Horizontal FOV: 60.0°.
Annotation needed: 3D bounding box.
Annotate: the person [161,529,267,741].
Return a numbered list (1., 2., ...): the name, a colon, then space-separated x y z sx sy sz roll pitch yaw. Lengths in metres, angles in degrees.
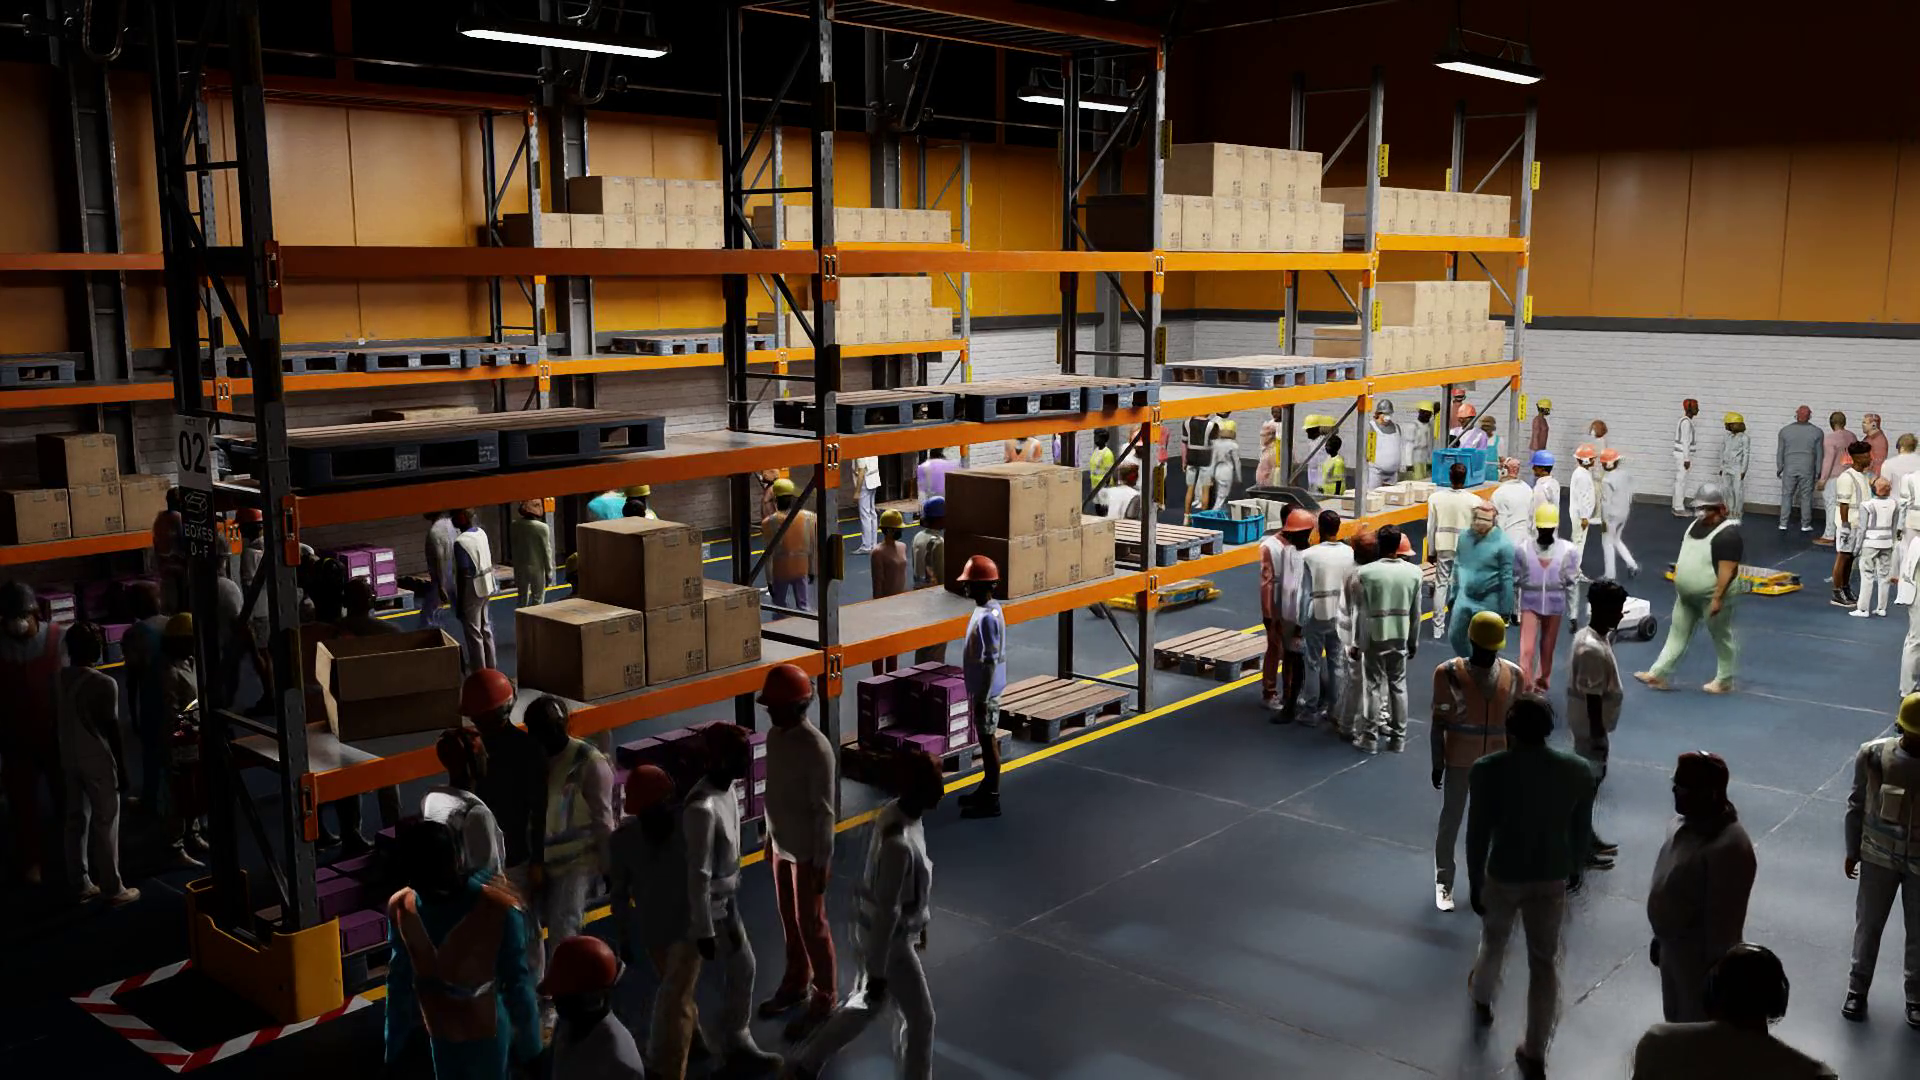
1. person: -5.772 0.870 13.090 0.705 2.000 0.897 4 10 24

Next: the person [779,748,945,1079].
1. person: -0.416 1.861 7.792 0.854 1.851 0.601 0 10 -2

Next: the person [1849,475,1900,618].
1. person: 10.456 0.082 18.992 0.513 1.641 0.307 -2 10 -12

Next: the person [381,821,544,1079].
1. person: -2.018 2.034 6.658 0.617 1.877 0.735 3 10 19

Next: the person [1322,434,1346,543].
1. person: 5.180 -0.625 23.065 0.320 1.695 0.534 -1 10 -5

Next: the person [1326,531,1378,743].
1. person: 3.324 0.816 14.007 0.394 1.855 0.684 2 10 10

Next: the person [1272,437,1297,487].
1. person: 4.271 -0.478 21.982 0.339 1.761 0.525 7 12 37

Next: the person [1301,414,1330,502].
1. person: 5.167 -0.857 23.810 0.612 1.897 0.620 -1 10 -3

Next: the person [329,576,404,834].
1. person: -4.080 1.204 11.401 0.635 1.937 0.354 -2 10 -9

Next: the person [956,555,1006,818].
1. person: 0.154 1.070 12.206 0.358 1.938 0.548 0 10 -2

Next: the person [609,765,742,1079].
1. person: -1.389 1.874 8.155 0.597 1.691 0.862 2 10 12

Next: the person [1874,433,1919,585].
1. person: 11.841 -0.389 20.967 0.720 1.916 0.439 -1 10 -4

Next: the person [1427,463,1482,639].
1. person: 5.323 0.123 17.909 0.595 1.921 0.386 6 11 33

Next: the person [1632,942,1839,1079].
1. person: 2.532 2.219 5.503 0.653 1.882 1.006 6 11 34

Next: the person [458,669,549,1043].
1. person: -2.417 1.633 8.704 0.611 1.985 0.393 5 11 26

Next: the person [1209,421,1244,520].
1. person: 4.007 -0.934 24.865 0.779 1.700 0.499 -6 11 -31

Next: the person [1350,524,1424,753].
1. person: 3.536 0.823 13.779 0.598 1.908 0.398 -2 10 -13

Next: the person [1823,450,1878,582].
1. person: 11.361 -0.292 20.981 0.654 1.719 0.584 5 11 26

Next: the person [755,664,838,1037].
1. person: -0.876 1.619 8.800 0.410 1.984 0.617 -6 11 -32

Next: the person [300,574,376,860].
1. person: -4.298 1.199 11.348 0.608 1.966 0.372 5 11 26

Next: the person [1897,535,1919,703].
1. person: 8.853 0.601 15.317 0.394 1.836 0.561 4 10 23

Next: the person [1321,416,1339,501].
1. person: 5.595 -1.019 25.296 0.319 1.737 0.487 6 11 30

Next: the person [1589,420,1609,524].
1. person: 9.908 -1.056 25.804 0.280 1.632 0.513 1 10 7

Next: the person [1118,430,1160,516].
1. person: 2.300 -0.457 21.362 0.551 1.933 0.385 -1 10 -4

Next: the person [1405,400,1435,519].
1. person: 7.256 -1.261 26.251 0.412 1.897 0.588 9 13 43

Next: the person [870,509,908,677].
1. person: -0.640 0.585 15.613 0.313 1.769 0.525 6 11 31

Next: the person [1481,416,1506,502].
1. person: 7.680 -0.901 24.278 0.508 1.838 0.336 4 10 23

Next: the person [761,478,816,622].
1. person: -1.706 0.315 16.853 0.595 1.896 0.877 -4 10 -23

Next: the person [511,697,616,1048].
1. person: -2.186 1.721 8.719 0.642 1.800 0.866 4 10 23

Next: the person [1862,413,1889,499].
1. person: 13.022 -0.867 23.862 0.402 1.906 0.652 2 10 13

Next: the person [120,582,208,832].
1. person: -5.669 1.182 11.992 0.666 1.792 0.856 -9 13 -42

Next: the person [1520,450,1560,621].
1. person: 6.596 -0.055 18.887 0.384 1.948 0.605 6 11 32

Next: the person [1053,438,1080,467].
1. person: 1.636 -1.010 25.516 0.525 1.637 0.307 -8 12 -39

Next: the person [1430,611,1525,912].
1. person: 3.240 1.377 10.427 0.584 1.918 0.376 -1 10 -5

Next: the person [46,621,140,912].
1. person: -5.449 1.418 10.430 0.504 1.839 0.342 3 10 17

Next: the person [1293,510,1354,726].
1. person: 3.223 0.687 14.597 0.598 1.906 0.414 -4 10 -21

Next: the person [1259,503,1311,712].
1. person: 2.943 0.605 15.090 0.596 1.907 0.412 -7 12 -35

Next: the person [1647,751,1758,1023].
1. person: 3.307 1.874 7.525 0.400 1.904 0.646 1 10 6

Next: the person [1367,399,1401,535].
1. person: 6.308 -1.084 24.754 0.688 2.000 0.536 -4 10 -23

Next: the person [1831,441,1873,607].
1. person: 10.575 -0.199 19.694 0.607 1.966 0.367 -9 13 -43

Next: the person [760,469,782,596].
1. person: -2.304 -0.136 20.311 0.265 1.632 0.508 -4 10 -23

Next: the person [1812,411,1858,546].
1. person: 12.561 -0.881 23.867 0.627 1.934 0.370 -5 11 -27
